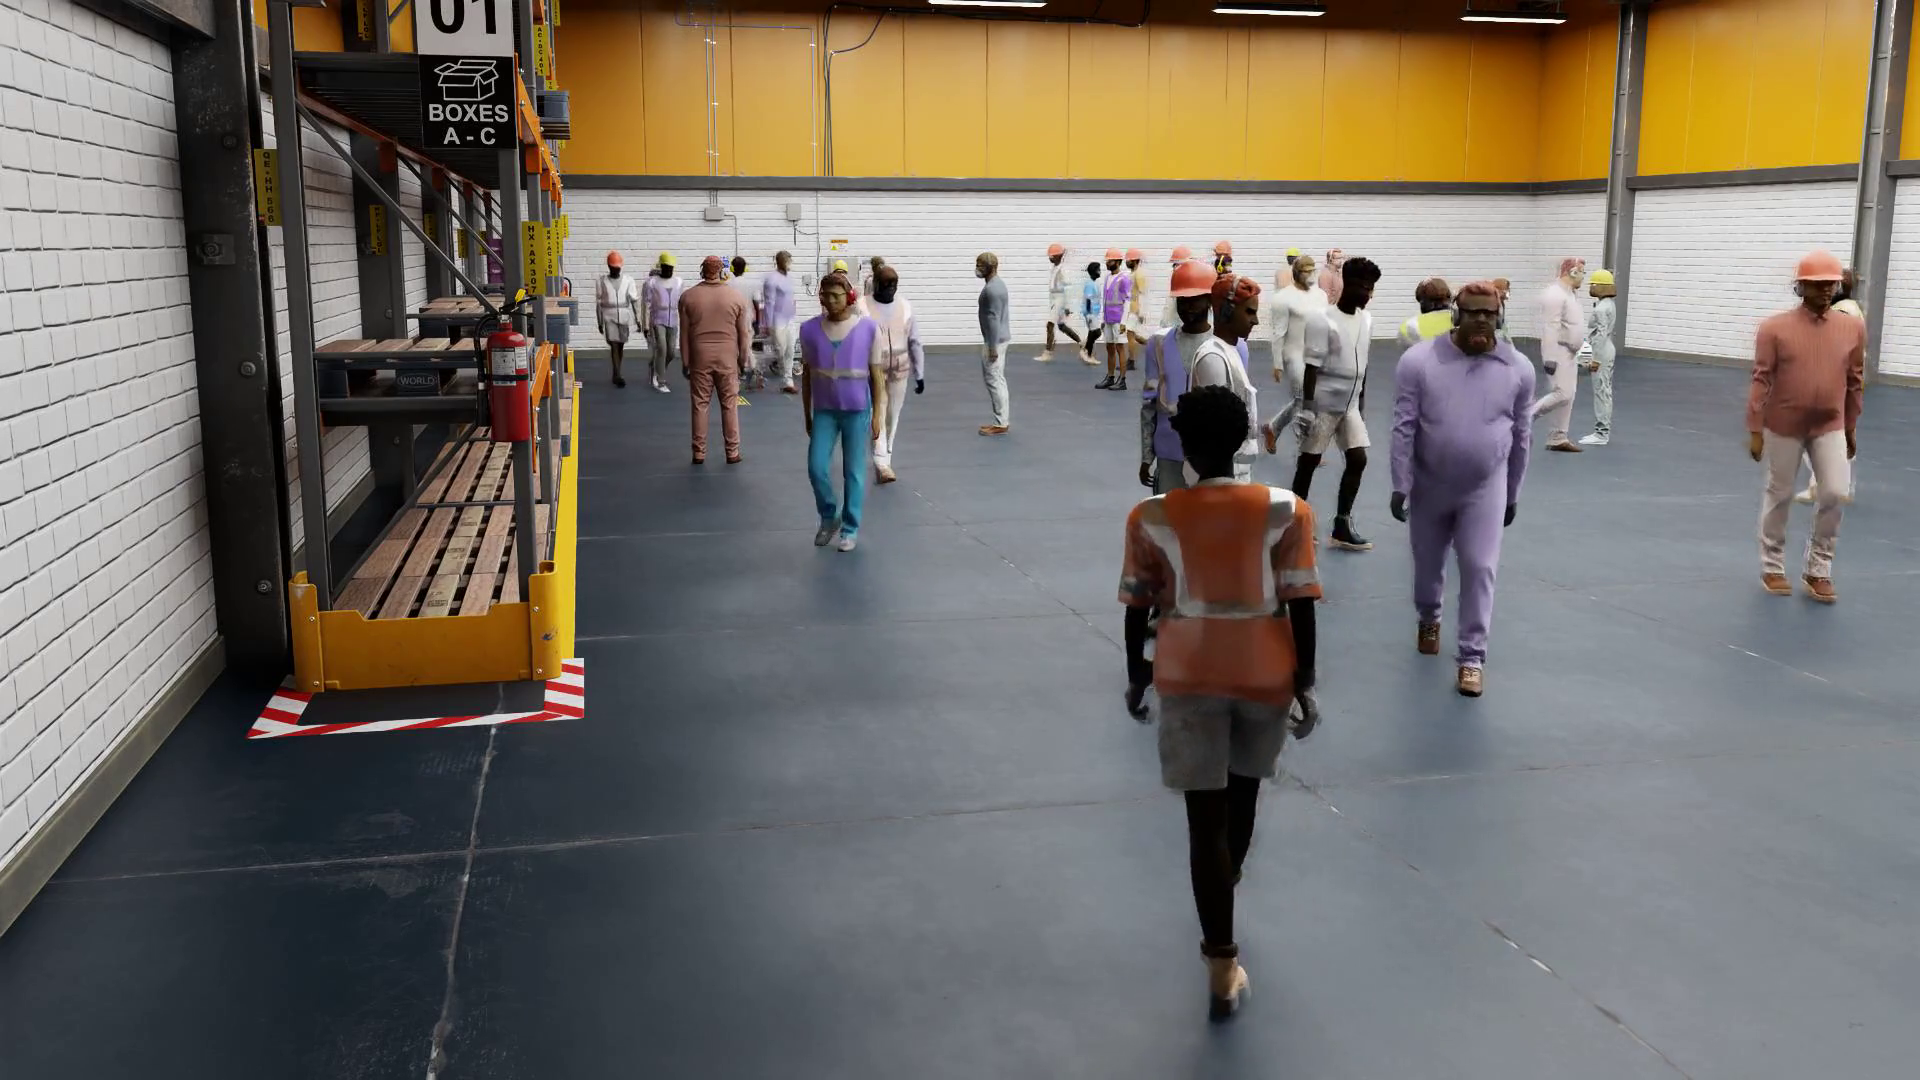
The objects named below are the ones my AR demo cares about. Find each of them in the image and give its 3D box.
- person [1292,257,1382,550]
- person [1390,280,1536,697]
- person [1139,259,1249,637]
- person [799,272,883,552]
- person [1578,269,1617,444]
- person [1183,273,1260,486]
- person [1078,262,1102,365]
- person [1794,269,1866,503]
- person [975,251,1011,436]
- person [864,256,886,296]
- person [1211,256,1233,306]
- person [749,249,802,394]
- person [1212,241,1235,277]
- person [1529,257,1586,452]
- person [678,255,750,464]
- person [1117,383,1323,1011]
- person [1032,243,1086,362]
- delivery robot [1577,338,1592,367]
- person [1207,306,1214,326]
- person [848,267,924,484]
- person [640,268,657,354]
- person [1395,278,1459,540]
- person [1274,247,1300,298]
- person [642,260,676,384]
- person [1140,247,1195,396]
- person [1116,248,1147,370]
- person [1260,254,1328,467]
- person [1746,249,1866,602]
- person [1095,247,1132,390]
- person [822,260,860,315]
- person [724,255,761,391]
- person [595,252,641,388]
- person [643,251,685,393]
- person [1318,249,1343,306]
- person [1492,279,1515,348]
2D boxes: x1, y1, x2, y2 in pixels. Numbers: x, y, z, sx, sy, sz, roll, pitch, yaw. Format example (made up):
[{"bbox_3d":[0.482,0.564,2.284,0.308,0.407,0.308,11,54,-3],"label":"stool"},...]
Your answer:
[{"bbox_3d":[2.488,-0.884,10.928,0.734,1.912,0.765,-7,12,-34],"label":"person"},{"bbox_3d":[2.332,-0.286,7.780,0.630,1.864,0.953,3,11,15],"label":"person"},{"bbox_3d":[1.173,-0.445,8.458,0.552,1.937,0.356,4,11,22],"label":"person"},{"bbox_3d":[-0.777,-0.825,10.872,0.566,1.830,0.450,2,10,9],"label":"person"},{"bbox_3d":[6.395,-1.829,16.660,0.313,1.744,0.487,6,12,29],"label":"person"},{"bbox_3d":[1.202,-0.270,7.627,0.355,1.887,0.574,2,10,10],"label":"person"},{"bbox_3d":[2.167,-3.671,27.010,0.370,1.683,0.554,3,11,15],"label":"person"},{"bbox_3d":[6.714,-1.183,12.875,0.530,1.828,0.644,7,12,32],"label":"person"},{"bbox_3d":[0.343,-2.054,17.433,0.380,1.927,0.635,1,10,3],"label":"person"},{"bbox_3d":[-1.271,-3.291,24.603,0.426,1.800,0.662,0,10,1],"label":"person"},{"bbox_3d":[3.422,-2.713,21.319,0.894,1.832,0.532,4,11,21],"label":"person"},{"bbox_3d":[-2.429,-2.882,22.038,0.658,1.920,0.630,5,12,27],"label":"person"},{"bbox_3d":[4.108,-3.789,26.759,0.742,2.029,0.627,2,10,11],"label":"person"},{"bbox_3d":[5.745,-1.781,16.022,0.546,1.875,0.660,8,13,36],"label":"person"},{"bbox_3d":[-2.238,-1.638,15.184,0.639,1.900,0.404,-1,10,-8],"label":"person"},{"bbox_3d":[0.710,0.393,4.632,0.544,1.624,0.905,0,10,2],"label":"person"},{"bbox_3d":[1.738,-3.992,27.956,0.986,2.006,0.619,-3,11,-14],"label":"person"},{"bbox_3d":[9.454,-2.837,25.284,0.477,0.478,0.707,1,10,6],"label":"delivery robot"},{"bbox_3d":[2.530,-1.855,17.210,0.508,1.594,0.875,-7,12,-33],"label":"person"},{"bbox_3d":[-0.609,-1.392,14.064,0.652,1.807,0.791,-4,11,-22],"label":"person"},{"bbox_3d":[-4.469,-3.220,24.707,0.521,1.623,0.563,-5,11,-27],"label":"person"},{"bbox_3d":[3.303,-0.904,11.450,0.625,1.789,0.960,2,10,12],"label":"person"},{"bbox_3d":[5.661,-4.024,28.343,0.459,1.917,0.607,-10,14,-43],"label":"person"},{"bbox_3d":[-4.294,-3.129,23.698,0.622,1.803,0.578,-10,14,-44],"label":"person"},{"bbox_3d":[2.541,-2.502,19.827,0.981,1.950,0.615,6,12,31],"label":"person"},{"bbox_3d":[2.802,-3.600,25.987,0.654,1.921,0.553,-1,10,-3],"label":"person"},{"bbox_3d":[3.048,-1.639,15.142,0.636,1.914,0.798,-7,13,-35],"label":"person"},{"bbox_3d":[4.777,-0.632,9.372,0.649,1.973,0.702,1,10,6],"label":"person"},{"bbox_3d":[2.091,-3.003,22.628,0.363,1.939,0.542,-6,12,-30],"label":"person"},{"bbox_3d":[-1.599,-2.880,22.425,0.524,1.769,0.308,-2,10,-10],"label":"person"},{"bbox_3d":[-2.920,-2.907,22.417,0.557,1.838,0.830,-5,11,-25],"label":"person"},{"bbox_3d":[-4.776,-3.066,23.178,0.563,1.882,1.020,-4,11,-21],"label":"person"},{"bbox_3d":[-4.032,-2.951,22.476,0.615,1.898,0.723,-7,13,-35],"label":"person"},{"bbox_3d":[5.495,-3.333,24.545,0.407,1.909,0.638,5,11,26],"label":"person"},{"bbox_3d":[6.211,-2.196,19.107,0.840,1.588,0.519,5,12,28],"label":"person"}]
